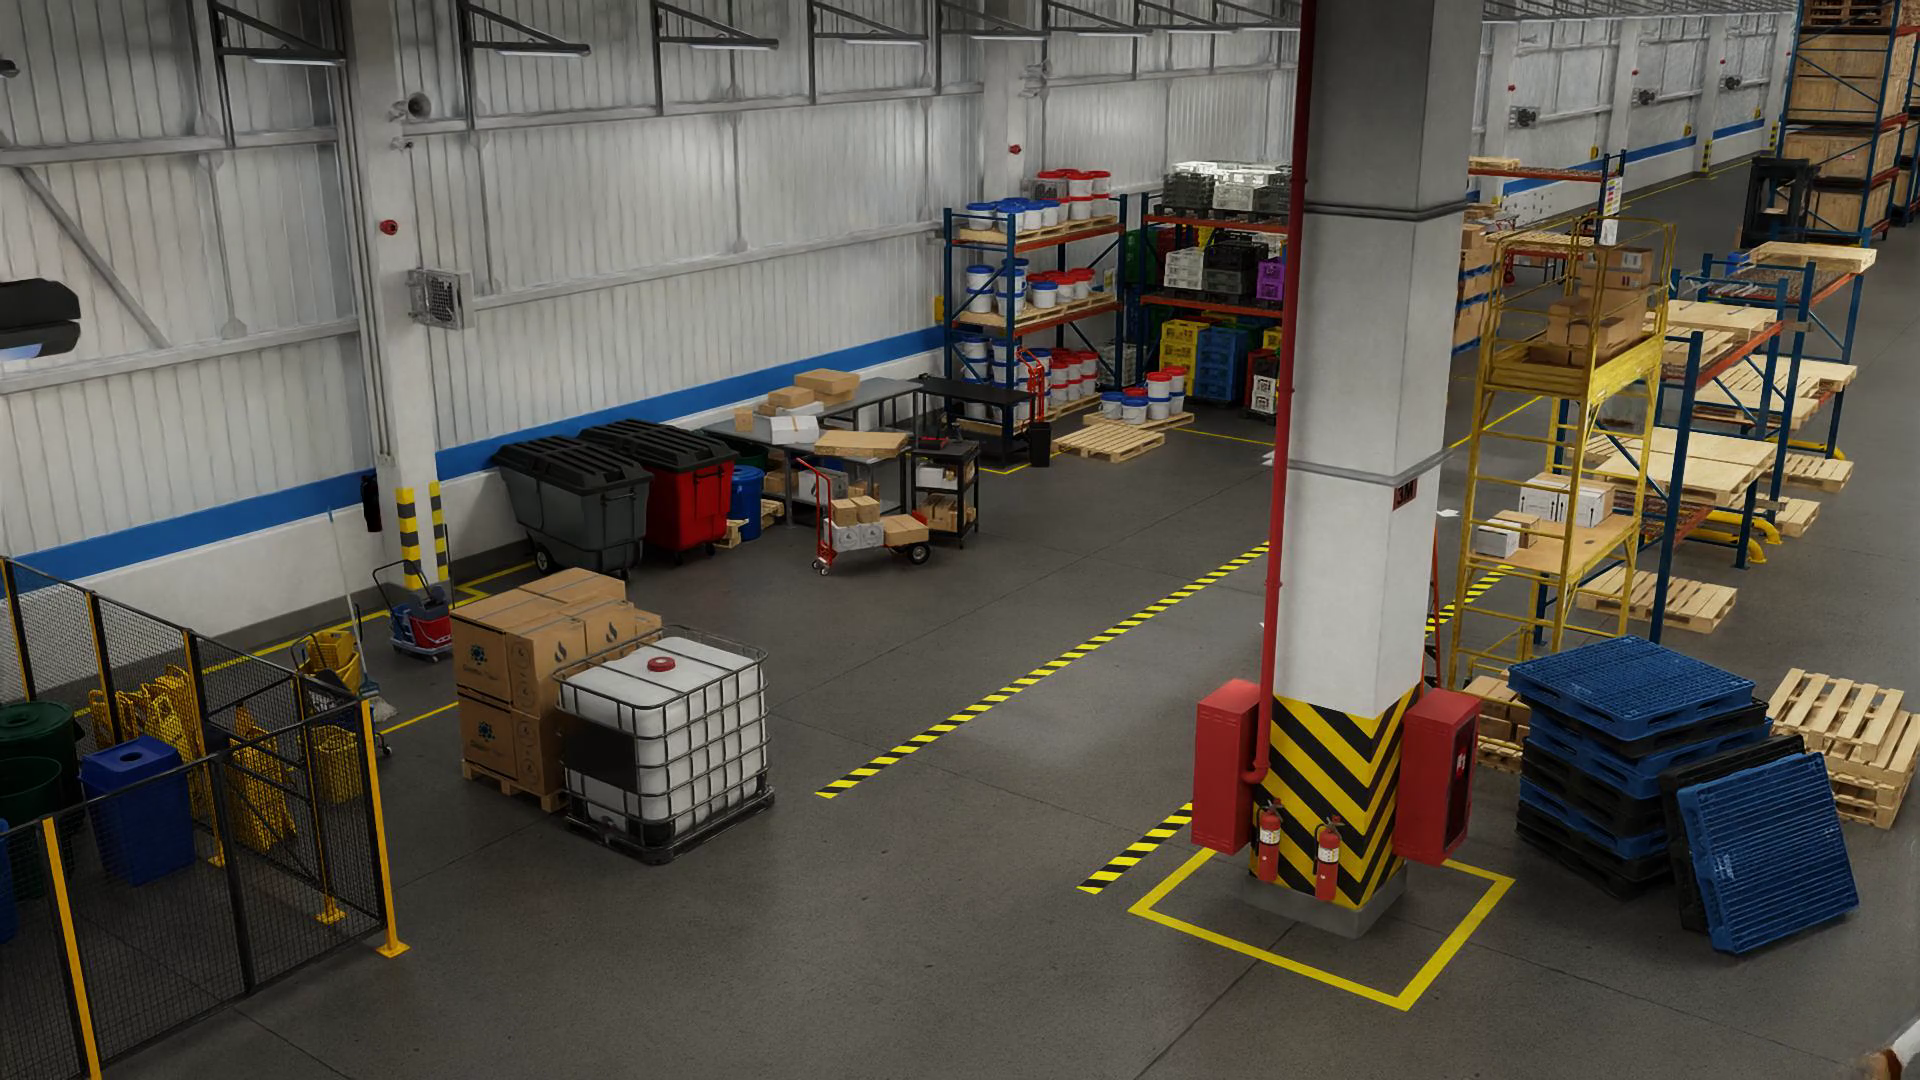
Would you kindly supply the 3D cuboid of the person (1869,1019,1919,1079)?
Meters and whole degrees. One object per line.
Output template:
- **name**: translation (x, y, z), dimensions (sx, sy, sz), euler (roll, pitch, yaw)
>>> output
- **person**: translation (5.292, 2.166, 8.609), dimensions (0.813, 1.863, 0.582), euler (-1, 18, -4)

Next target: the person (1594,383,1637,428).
- **person**: translation (8.988, -2.472, 22.709), dimensions (0.722, 1.912, 0.666), euler (9, 20, 25)

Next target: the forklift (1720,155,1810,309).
- **forklift**: translation (15.334, -5.837, 31.483), dimensions (1.129, 2.768, 1.873), euler (13, 22, 34)
